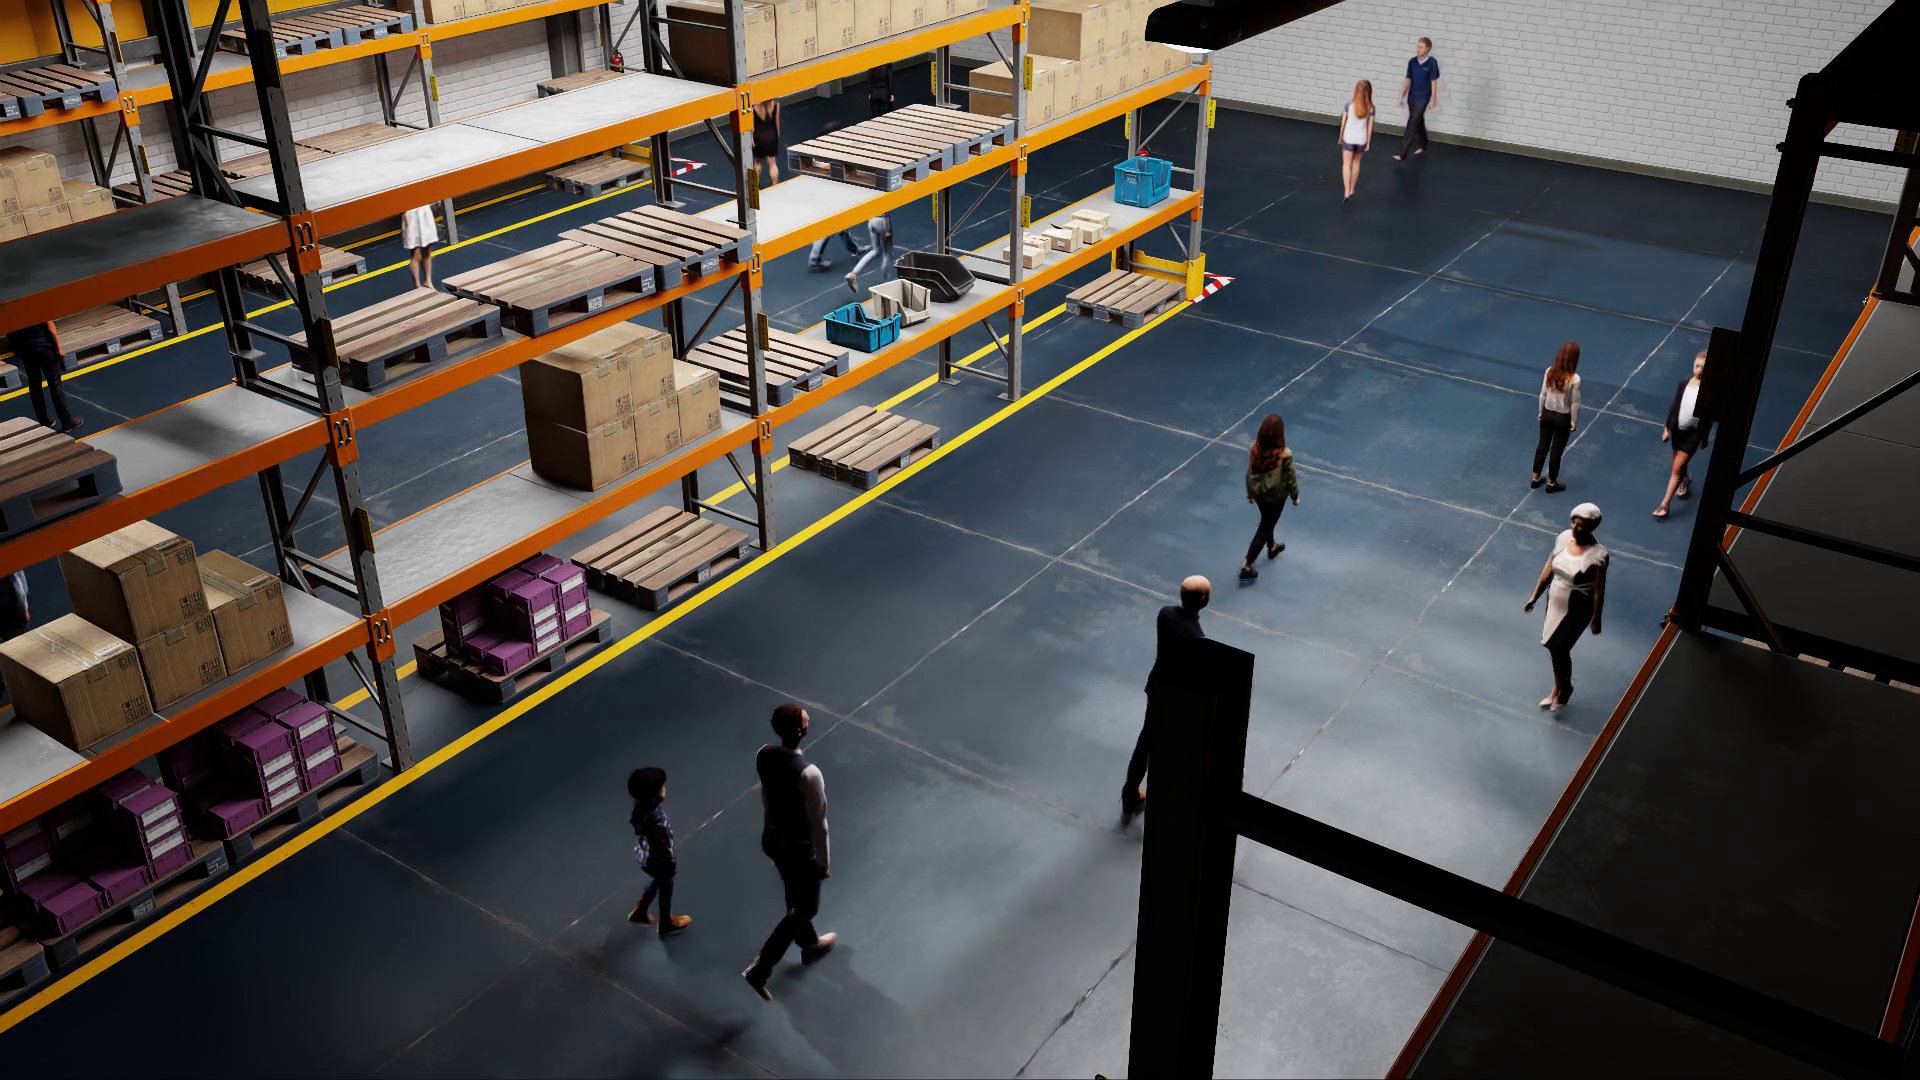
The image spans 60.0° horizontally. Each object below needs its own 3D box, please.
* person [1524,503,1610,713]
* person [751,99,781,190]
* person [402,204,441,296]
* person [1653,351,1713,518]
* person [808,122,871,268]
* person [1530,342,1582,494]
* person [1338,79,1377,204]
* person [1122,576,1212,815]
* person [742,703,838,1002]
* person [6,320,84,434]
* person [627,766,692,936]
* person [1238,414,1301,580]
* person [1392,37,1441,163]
[{"bbox_3d":[4.578,0.494,12.272,0.836,1.738,0.788,-9,30,-17],"label":"person"},{"bbox_3d":[-2.721,-5.626,23.546,1.025,1.686,1.017,-11,30,-19],"label":"person"},{"bbox_3d":[-6.531,-3.780,20.070,0.736,1.773,0.607,14,32,24],"label":"person"},{"bbox_3d":[6.704,-1.016,15.257,0.654,1.530,1.088,24,37,37],"label":"person"},{"bbox_3d":[-1.665,-4.306,20.991,1.284,1.816,0.984,-17,33,-29],"label":"person"},{"bbox_3d":[5.580,-1.149,15.549,0.556,1.485,0.580,-24,36,-36],"label":"person"},{"bbox_3d":[5.567,-5.596,23.483,0.939,1.694,1.153,3,29,5],"label":"person"},{"bbox_3d":[1.375,1.089,11.176,1.294,1.743,1.007,-18,33,-29],"label":"person"},{"bbox_3d":[-1.029,1.816,9.663,0.738,1.916,1.084,23,36,35],"label":"person"},{"bbox_3d":[-9.276,-1.936,16.672,0.721,1.790,0.734,0,29,-1],"label":"person"},{"bbox_3d":[-1.904,1.921,10.174,0.682,1.242,0.604,-18,33,-29],"label":"person"},{"bbox_3d":[2.587,-0.336,14.099,0.702,1.445,1.029,25,37,38],"label":"person"},{"bbox_3d":[7.052,-6.707,25.398,1.273,1.811,0.890,-22,35,-34],"label":"person"}]
